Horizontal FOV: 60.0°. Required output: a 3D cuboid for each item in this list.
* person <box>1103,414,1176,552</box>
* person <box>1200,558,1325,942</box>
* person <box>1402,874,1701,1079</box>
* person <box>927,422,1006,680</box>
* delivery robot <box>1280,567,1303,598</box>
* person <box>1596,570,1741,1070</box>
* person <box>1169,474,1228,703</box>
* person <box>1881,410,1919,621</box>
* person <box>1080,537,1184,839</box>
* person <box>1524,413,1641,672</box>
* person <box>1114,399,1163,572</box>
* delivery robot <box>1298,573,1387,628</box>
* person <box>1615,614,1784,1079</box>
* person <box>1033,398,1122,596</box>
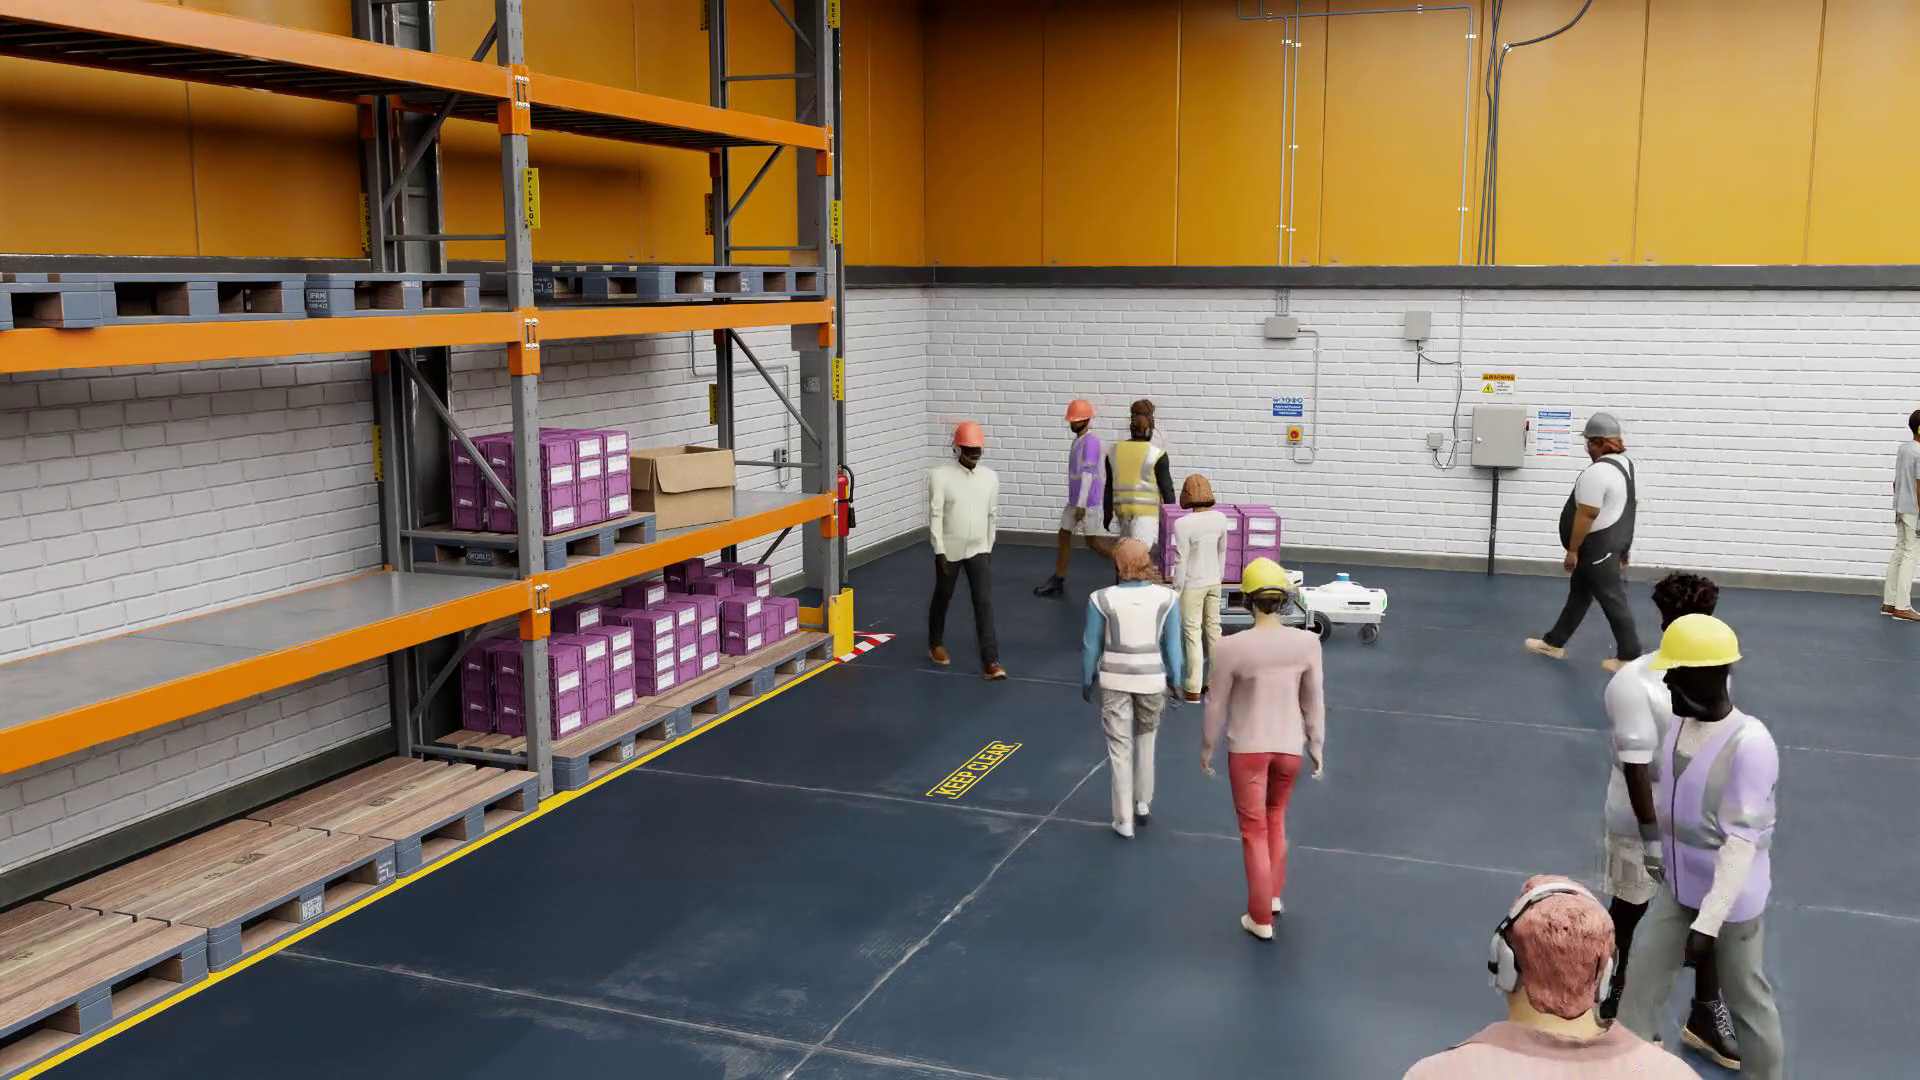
[{"bbox_3d":[1.651,-0.254,15.129,0.647,1.777,1.017,7,11,36],"label":"person"},{"bbox_3d":[1.370,0.943,7.677,0.552,1.745,0.553,-2,9,-12],"label":"person"},{"bbox_3d":[1.106,1.578,3.288,0.668,1.884,0.445,-1,9,-7],"label":"person"},{"bbox_3d":[0.024,0.061,12.686,0.610,1.943,1.075,-4,10,-22],"label":"person"},{"bbox_3d":[2.672,0.364,14.789,0.707,0.478,0.477,6,11,34],"label":"delivery robot"},{"bbox_3d":[2.744,1.073,6.330,0.615,1.921,0.761,-4,10,-23],"label":"person"},{"bbox_3d":[1.690,0.345,11.828,0.499,1.632,0.285,-7,11,-36],"label":"person"},{"bbox_3d":[8.410,-0.221,14.674,0.311,1.859,0.533,1,9,8],"label":"person"},{"bbox_3d":[0.927,0.788,9.086,0.556,1.617,0.585,-1,9,-7],"label":"person"},{"bbox_3d":[4.893,-0.018,12.830,1.006,2.000,0.696,8,12,40],"label":"person"},{"bbox_3d":[1.923,-0.519,16.719,0.658,1.816,0.719,0,9,1],"label":"person"},{"bbox_3d":[3.174,0.519,13.812,0.707,0.478,0.477,1,9,8],"label":"delivery robot"},{"bbox_3d":[2.486,1.199,5.692,0.925,1.884,0.622,-1,9,-9],"label":"person"},{"bbox_3d":[1.199,-0.400,15.668,0.900,1.900,0.544,-3,9,-16],"label":"person"}]
